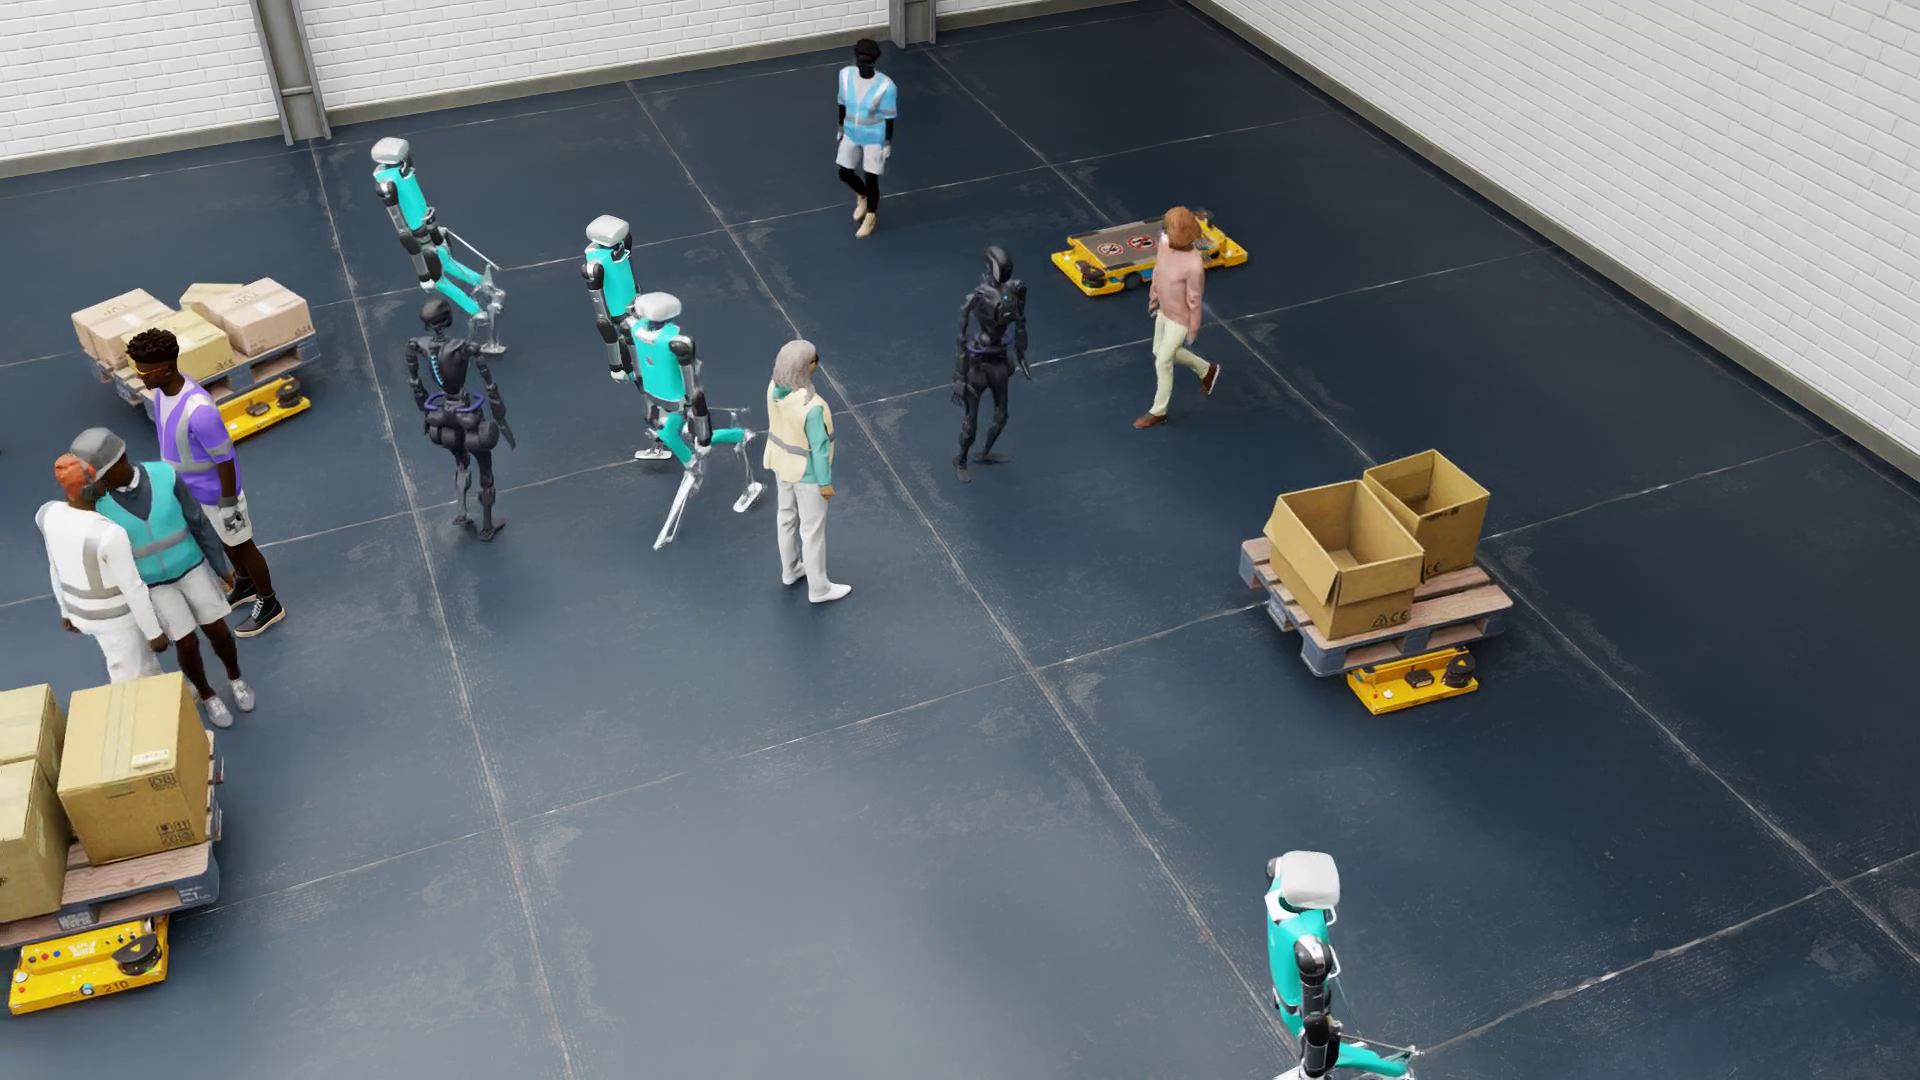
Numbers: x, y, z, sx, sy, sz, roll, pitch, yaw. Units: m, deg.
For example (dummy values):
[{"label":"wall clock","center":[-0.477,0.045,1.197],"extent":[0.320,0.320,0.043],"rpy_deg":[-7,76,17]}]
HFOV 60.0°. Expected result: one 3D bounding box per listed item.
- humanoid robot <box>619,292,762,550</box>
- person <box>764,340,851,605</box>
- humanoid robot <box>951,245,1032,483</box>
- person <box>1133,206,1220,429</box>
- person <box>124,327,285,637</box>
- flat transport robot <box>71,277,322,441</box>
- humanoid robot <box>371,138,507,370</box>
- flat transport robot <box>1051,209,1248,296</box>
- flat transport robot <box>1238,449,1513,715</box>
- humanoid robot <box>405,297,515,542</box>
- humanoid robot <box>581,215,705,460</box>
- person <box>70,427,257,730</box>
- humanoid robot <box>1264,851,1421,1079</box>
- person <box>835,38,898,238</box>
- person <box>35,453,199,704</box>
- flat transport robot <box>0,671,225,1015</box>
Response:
[{"label":"humanoid robot","center":[-1.573,-0.794,10.172],"extent":[0.549,1.801,1.031],"rpy_deg":[24,43,27]},{"label":"person","center":[-0.926,-0.384,9.590],"extent":[0.371,1.709,0.465],"rpy_deg":[-28,45,-31]},{"label":"humanoid robot","center":[0.174,-1.138,10.602],"extent":[0.596,1.642,0.367],"rpy_deg":[-26,45,-30]},{"label":"person","center":[1.496,-1.511,11.133],"extent":[0.633,1.605,0.496],"rpy_deg":[-13,39,-16]},{"label":"person","center":[-4.217,-0.322,9.302],"extent":[0.361,1.963,0.611],"rpy_deg":[-31,47,-34]},{"label":"flat transport robot","center":[-5.274,-1.129,11.743],"extent":[1.431,0.231,0.659],"rpy_deg":[29,46,32]},{"label":"humanoid robot","center":[-3.518,-1.944,11.626],"extent":[0.840,1.802,0.540],"rpy_deg":[0,38,0]},{"label":"flat transport robot","center":[1.513,-2.292,13.257],"extent":[1.431,0.231,0.659],"rpy_deg":[-15,40,-19]},{"label":"flat transport robot","center":[2.354,0.436,9.705],"extent":[0.659,0.231,1.431],"rpy_deg":[-11,39,-14]},{"label":"humanoid robot","center":[-3.015,-0.726,10.056],"extent":[0.600,1.648,0.351],"rpy_deg":[7,38,9]},{"label":"humanoid robot","center":[-1.939,-1.249,10.585],"extent":[0.735,1.677,0.533],"rpy_deg":[9,38,11]},{"label":"person","center":[-4.156,0.178,8.699],"extent":[0.594,1.896,0.493],"rpy_deg":[-29,46,-32]},{"label":"humanoid robot","center":[1.478,1.878,6.614],"extent":[1.011,1.729,0.540],"rpy_deg":[-4,38,-6]},{"label":"person","center":[-0.749,-3.216,13.295],"extent":[0.552,1.678,0.358],"rpy_deg":[18,41,21]},{"label":"person","center":[-4.372,0.426,8.434],"extent":[0.607,1.851,0.870],"rpy_deg":[17,41,21]},{"label":"flat transport robot","center":[-4.222,1.635,8.146],"extent":[0.659,0.231,1.431],"rpy_deg":[-11,39,-14]}]
